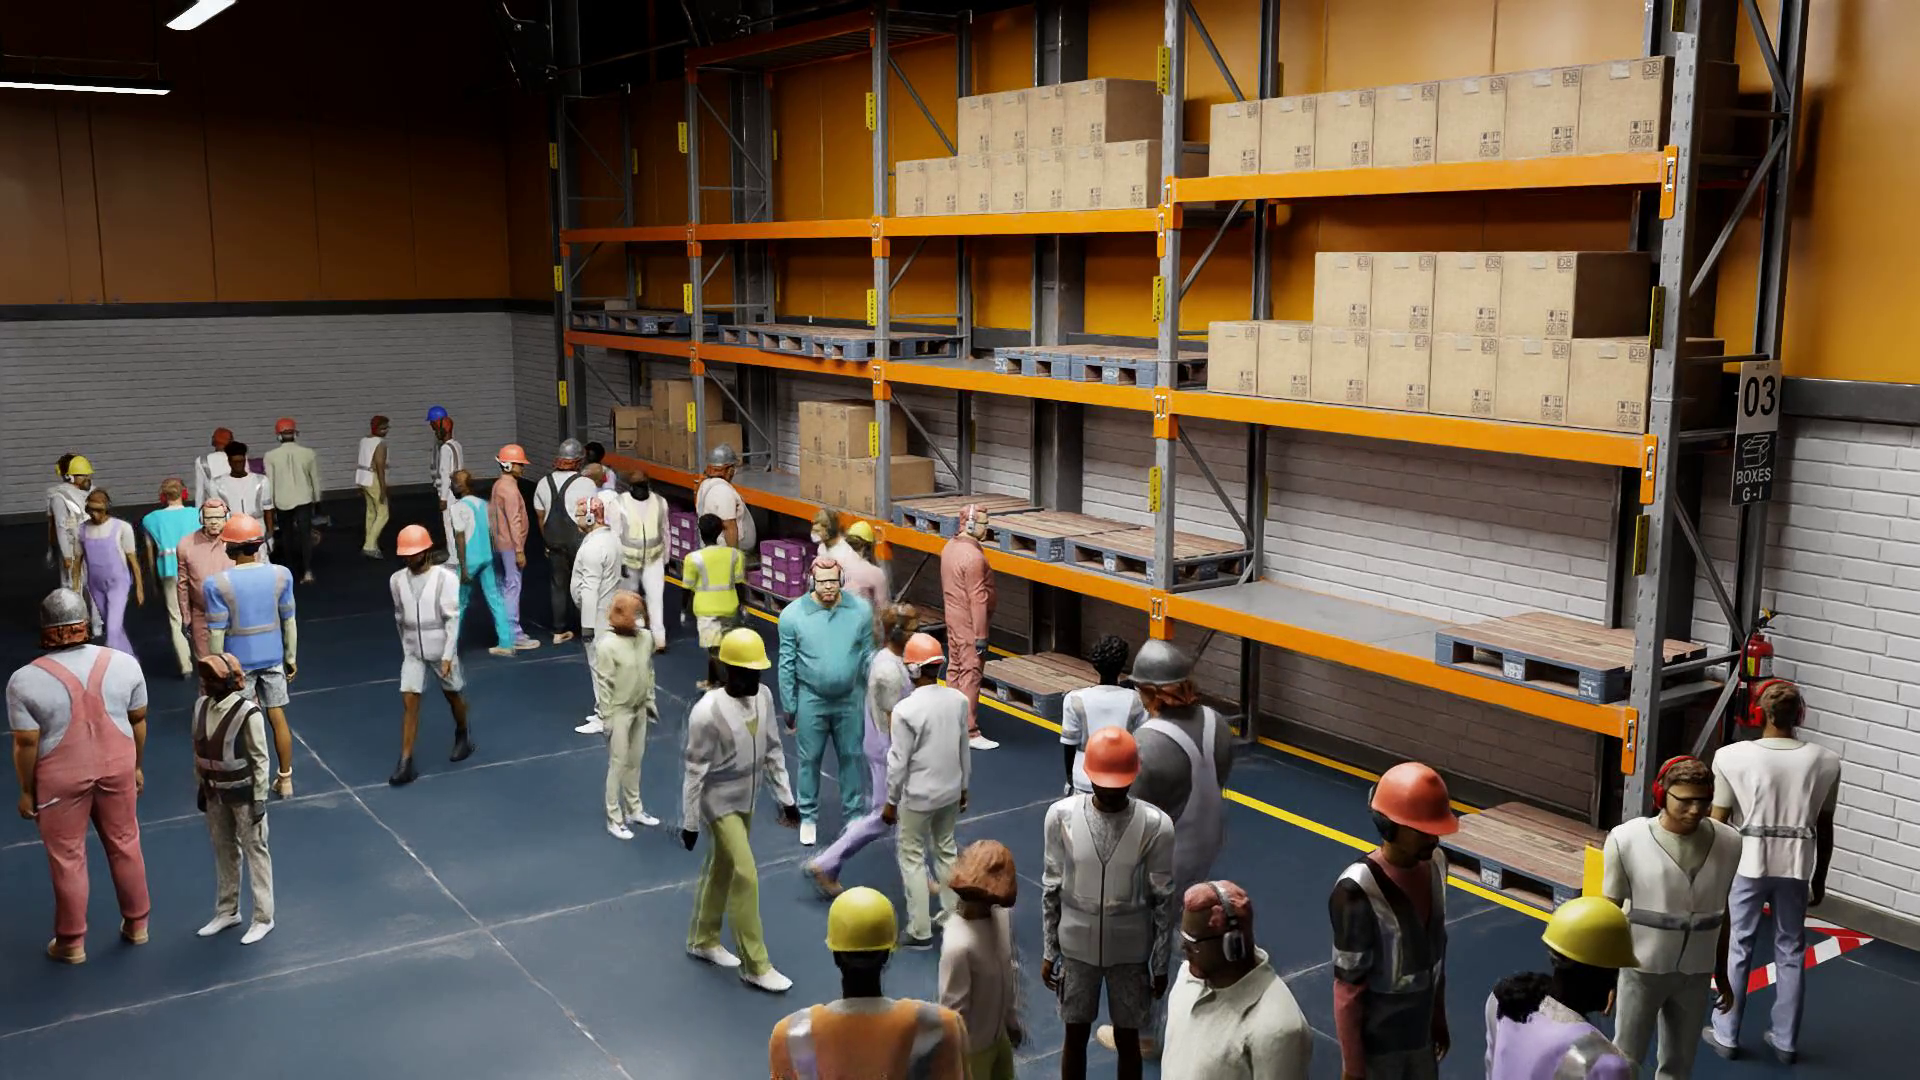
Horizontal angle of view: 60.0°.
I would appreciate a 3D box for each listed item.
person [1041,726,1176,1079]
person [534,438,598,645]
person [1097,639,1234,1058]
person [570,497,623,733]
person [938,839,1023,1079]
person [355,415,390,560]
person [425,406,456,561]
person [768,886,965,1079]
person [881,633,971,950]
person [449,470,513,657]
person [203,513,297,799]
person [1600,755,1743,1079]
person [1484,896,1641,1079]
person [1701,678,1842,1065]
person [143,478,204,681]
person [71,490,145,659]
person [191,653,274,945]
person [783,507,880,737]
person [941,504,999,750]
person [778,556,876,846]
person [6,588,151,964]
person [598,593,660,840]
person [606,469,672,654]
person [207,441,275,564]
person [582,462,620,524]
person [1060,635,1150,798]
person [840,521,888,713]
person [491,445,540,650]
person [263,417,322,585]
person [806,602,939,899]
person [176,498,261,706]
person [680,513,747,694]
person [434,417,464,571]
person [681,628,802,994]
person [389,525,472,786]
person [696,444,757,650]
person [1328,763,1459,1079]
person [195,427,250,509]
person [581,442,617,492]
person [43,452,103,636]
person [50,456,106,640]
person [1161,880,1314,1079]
[{"bbox_3d":[0.604,1.690,6.851,0.549,1.926,0.388,2,10,11],"label":"person"},{"bbox_3d":[-3.793,0.010,16.358,0.684,2.000,0.536,4,10,21],"label":"person"},{"bbox_3d":[0.977,1.457,7.868,0.709,2.000,0.598,-8,12,-39],"label":"person"},{"bbox_3d":[-2.919,0.594,13.356,0.399,1.900,0.644,0,10,3],"label":"person"},{"bbox_3d":[0.056,1.927,6.321,0.333,1.625,0.604,4,11,25],"label":"person"},{"bbox_3d":[-7.432,-0.666,20.983,0.439,1.827,0.749,-9,13,-42],"label":"person"},{"bbox_3d":[-6.467,-0.713,20.885,0.402,1.944,0.605,-3,10,-16],"label":"person"},{"bbox_3d":[-0.275,1.993,5.203,0.609,1.879,0.948,0,10,0],"label":"person"},{"bbox_3d":[-0.192,1.377,9.216,0.383,1.741,0.593,8,13,40],"label":"person"},{"bbox_3d":[-4.659,0.223,15.879,0.883,1.798,0.534,6,11,29],"label":"person"},{"bbox_3d":[-4.910,0.828,11.533,0.615,2.047,0.356,-10,14,-44],"label":"person"},{"bbox_3d":[2.848,1.748,6.740,0.572,1.840,0.373,-1,10,-7],"label":"person"},{"bbox_3d":[1.818,1.999,5.063,0.391,1.915,0.592,-3,10,-19],"label":"person"},{"bbox_3d":[3.799,1.568,7.820,0.562,1.836,0.388,1,10,8],"label":"person"},{"bbox_3d":[-7.081,0.338,15.144,0.568,1.793,0.834,-4,10,-22],"label":"person"},{"bbox_3d":[-7.449,0.456,14.451,0.564,1.787,0.903,0,10,0],"label":"person"},{"bbox_3d":[-4.037,1.423,9.236,0.514,1.641,0.315,4,11,24],"label":"person"},{"bbox_3d":[-0.849,0.623,13.384,1.179,1.851,0.653,-4,11,-24],"label":"person"},{"bbox_3d":[0.090,0.664,12.919,0.401,1.904,0.651,-4,10,-20],"label":"person"},{"bbox_3d":[-0.848,1.033,10.782,0.644,1.900,0.399,-3,10,-16],"label":"person"},{"bbox_3d":[-4.791,1.258,9.033,0.536,2.000,0.681,9,13,43],"label":"person"},{"bbox_3d":[-2.169,1.141,10.947,0.335,1.617,0.515,5,11,28],"label":"person"},{"bbox_3d":[-3.100,0.182,16.132,0.637,1.800,0.988,-4,10,-22],"label":"person"},{"bbox_3d":[-7.292,-0.039,16.904,0.607,1.958,0.380,-5,11,-29],"label":"person"},{"bbox_3d":[-3.577,0.132,16.384,0.577,1.793,0.946,1,10,7],"label":"person"},{"bbox_3d":[0.831,1.373,9.363,0.536,1.696,0.322,1,10,8],"label":"person"},{"bbox_3d":[-0.816,0.707,13.202,0.540,1.708,0.905,4,10,21],"label":"person"},{"bbox_3d":[-4.356,0.064,16.192,0.392,1.990,0.611,-5,11,-28],"label":"person"},{"bbox_3d":[-7.747,-0.440,19.343,0.651,1.959,0.984,-5,11,-27],"label":"person"},{"bbox_3d":[-0.478,1.253,9.762,0.819,1.817,0.503,1,10,3],"label":"person"},{"bbox_3d":[-5.913,0.604,13.314,0.643,1.901,0.397,-2,10,-12],"label":"person"},{"bbox_3d":[-2.080,0.599,14.036,0.539,1.649,0.818,-7,12,-36],"label":"person"},{"bbox_3d":[-6.191,-0.558,20.184,0.369,1.879,0.584,-1,10,-3],"label":"person"},{"bbox_3d":[-1.116,1.390,8.692,0.878,1.893,0.600,5,11,26],"label":"person"},{"bbox_3d":[-3.910,0.798,12.240,0.547,1.880,1.024,1,10,6],"label":"person"},{"bbox_3d":[-2.211,0.088,15.902,0.538,2.000,0.689,-5,11,-28],"label":"person"},{"bbox_3d":[1.588,1.778,6.030,0.614,2.029,0.409,-9,13,-42],"label":"person"},{"bbox_3d":[-8.402,-0.359,18.997,0.612,1.870,0.408,-4,11,-24],"label":"person"},{"bbox_3d":[-4.165,-0.295,19.185,0.536,1.690,0.320,7,12,35],"label":"person"},{"bbox_3d":[-8.820,0.060,16.578,0.528,1.869,0.320,-8,12,-38],"label":"person"},{"bbox_3d":[-8.724,0.076,16.580,0.403,1.833,0.586,2,10,12],"label":"person"},{"bbox_3d":[0.813,1.981,5.225,0.403,1.897,0.654,-4,10,-21],"label":"person"}]
